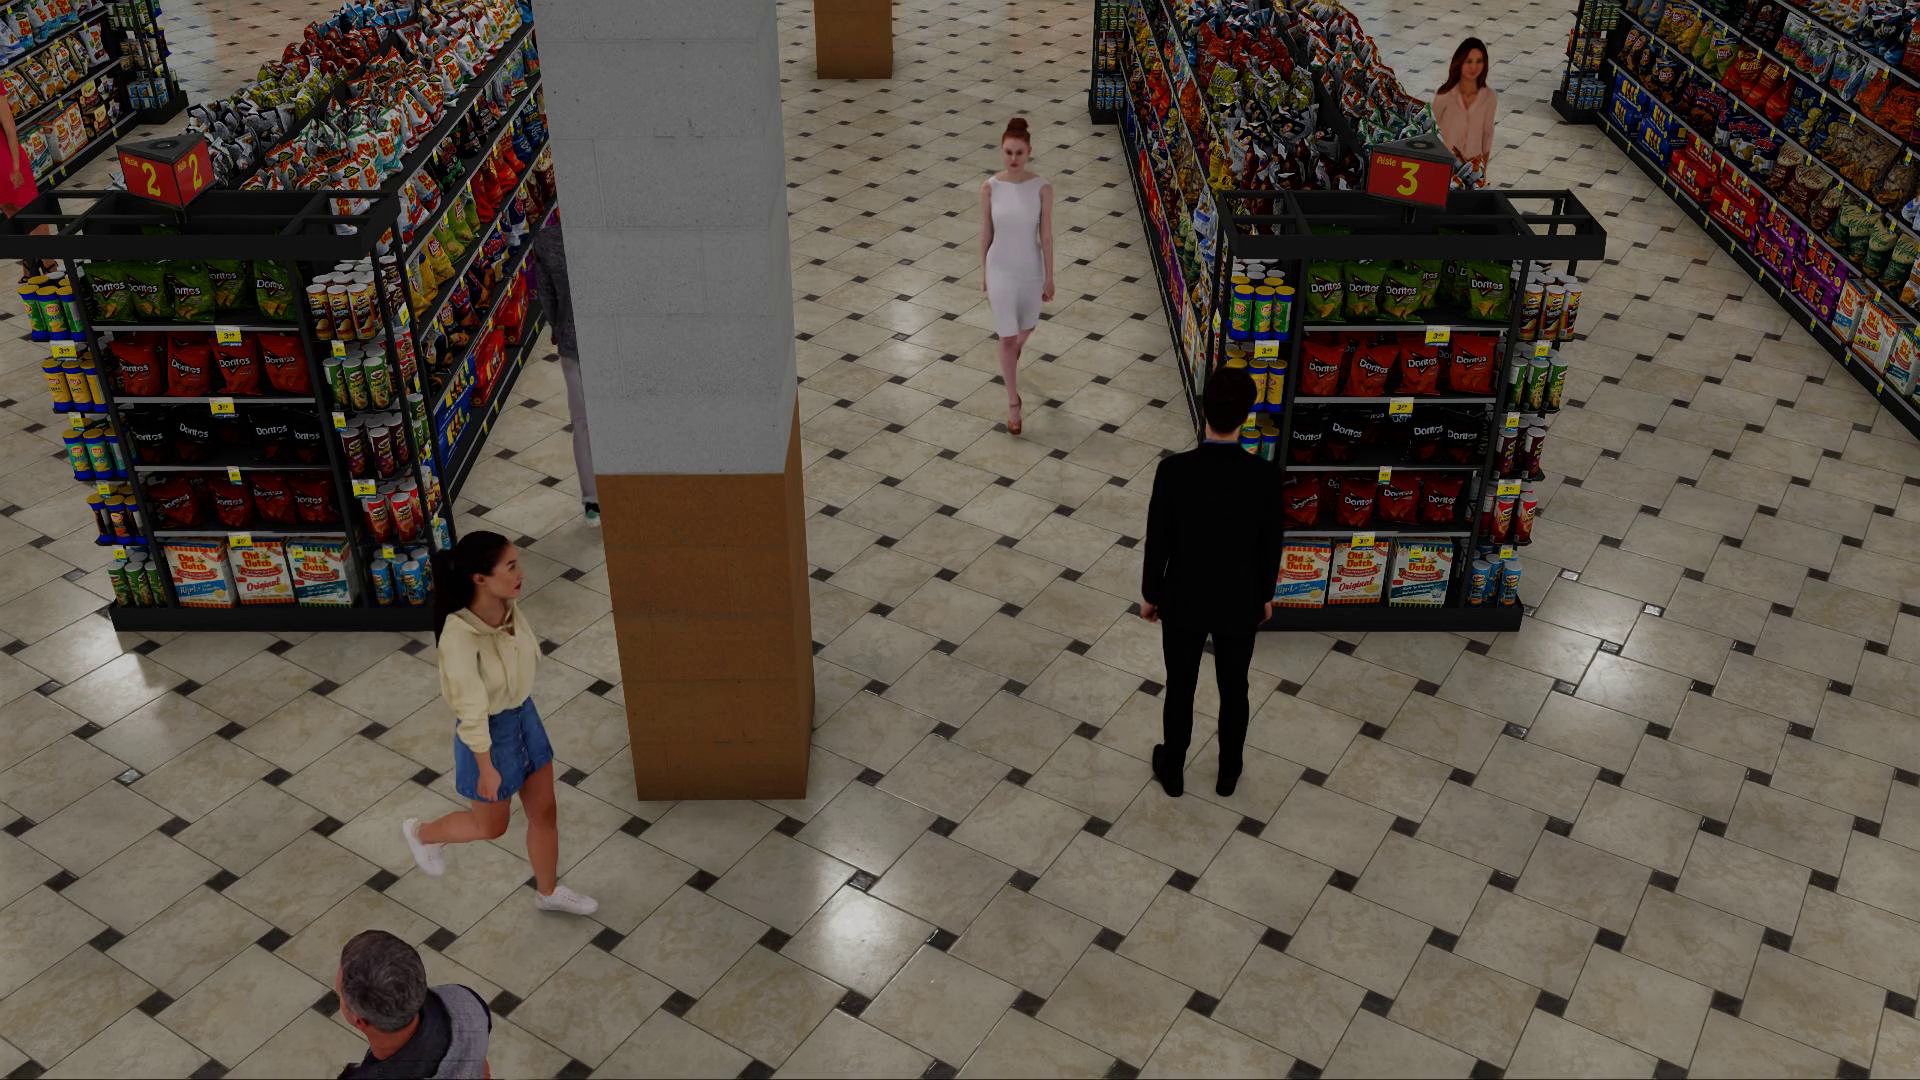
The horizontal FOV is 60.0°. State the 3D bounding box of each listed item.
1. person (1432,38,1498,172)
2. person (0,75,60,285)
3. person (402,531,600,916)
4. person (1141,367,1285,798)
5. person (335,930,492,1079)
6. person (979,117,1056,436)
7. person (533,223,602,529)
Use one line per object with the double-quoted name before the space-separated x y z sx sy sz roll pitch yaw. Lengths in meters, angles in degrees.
"person" 3.152 -2.353 10.726 0.586 1.774 0.965 0 32 0
"person" -6.340 -2.515 11.030 0.662 1.728 0.684 16 35 25
"person" -1.728 0.699 5.980 0.867 1.606 0.995 9 33 15
"person" 0.980 0.211 6.492 0.695 1.893 0.619 2 32 3
"person" -1.236 1.710 4.164 1.003 1.808 1.124 12 34 18
"person" 0.331 -1.510 9.387 0.579 1.757 1.070 1 32 1
"person" -1.887 -0.922 8.408 0.686 1.794 1.172 0 32 0
